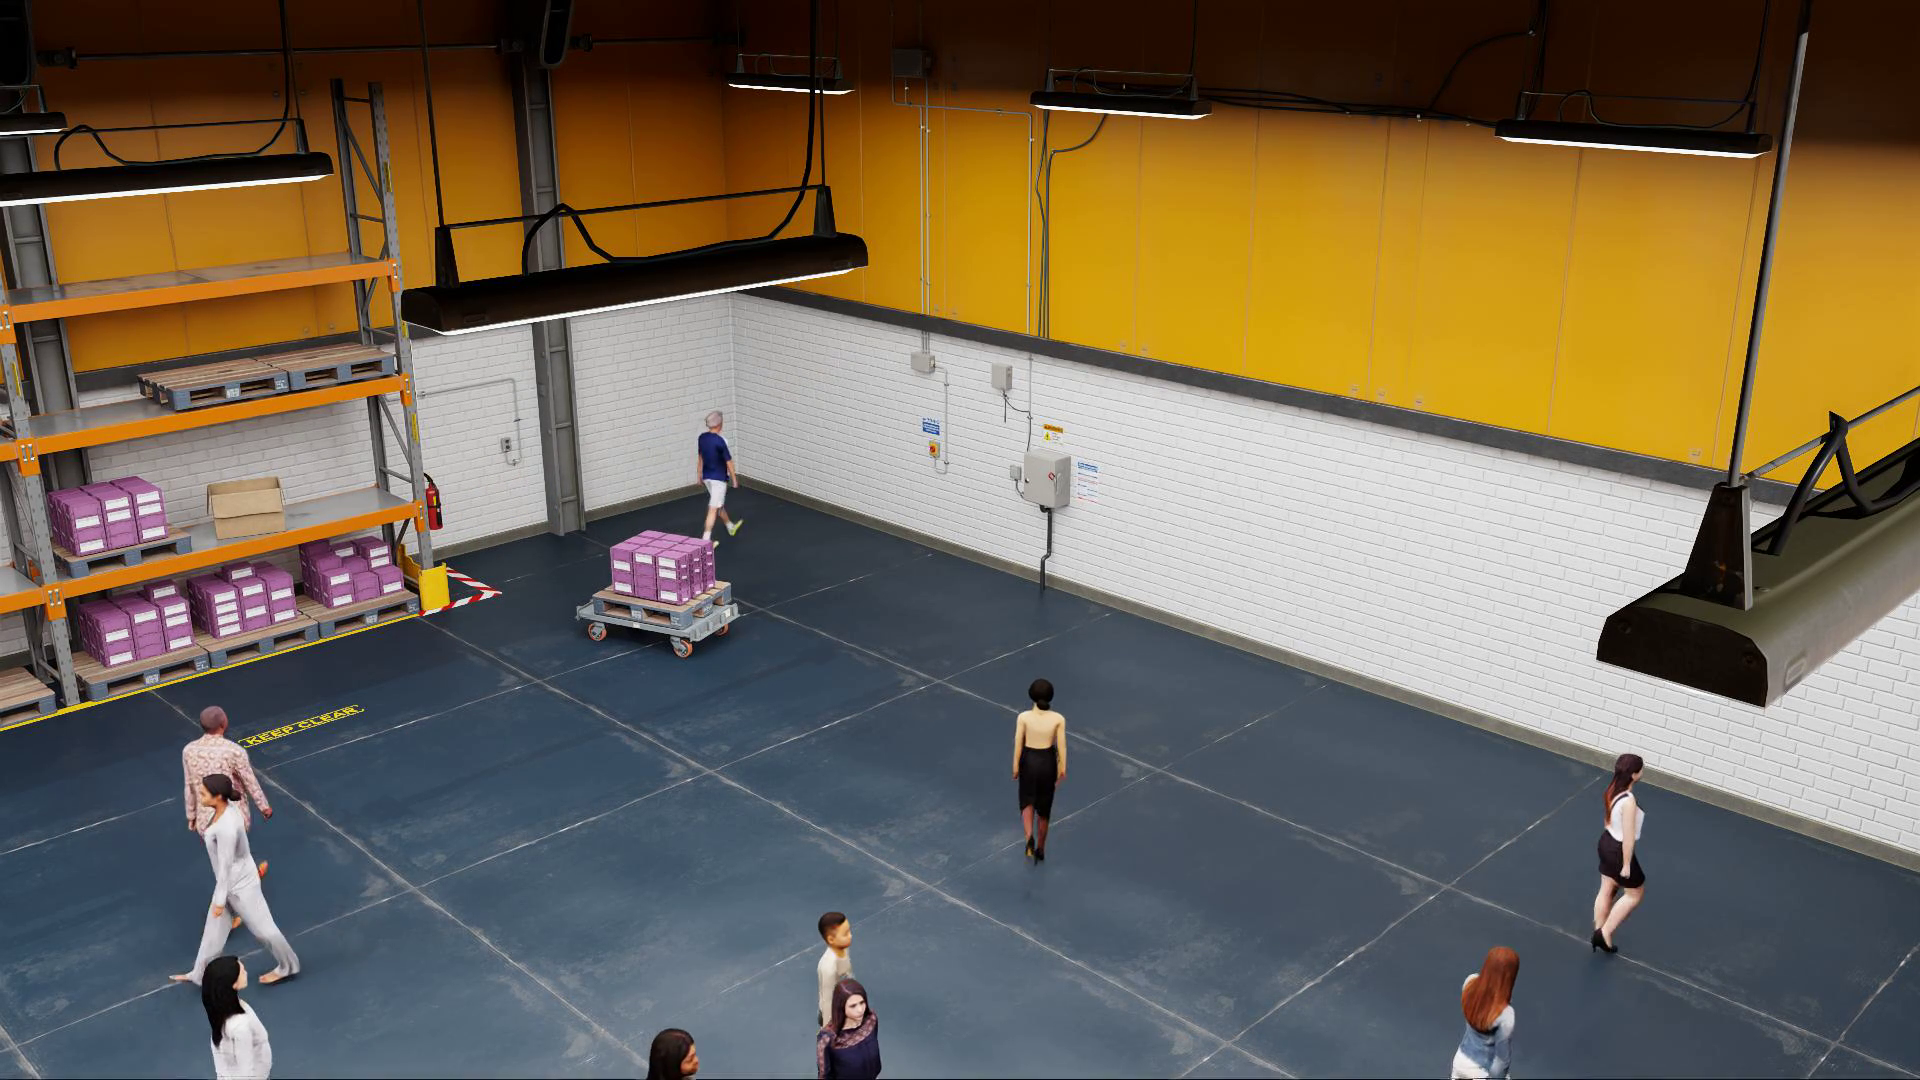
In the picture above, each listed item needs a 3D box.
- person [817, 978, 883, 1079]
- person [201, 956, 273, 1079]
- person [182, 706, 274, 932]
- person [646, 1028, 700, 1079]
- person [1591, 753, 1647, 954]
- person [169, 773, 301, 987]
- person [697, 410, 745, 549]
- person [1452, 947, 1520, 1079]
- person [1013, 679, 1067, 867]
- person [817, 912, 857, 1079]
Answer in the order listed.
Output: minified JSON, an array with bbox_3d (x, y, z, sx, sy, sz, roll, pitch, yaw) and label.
[{"bbox_3d":[-0.617,3.291,9.738,0.653,1.608,0.457,17,25,42],"label":"person"},{"bbox_3d":[-4.311,3.247,9.798,0.632,1.654,1.101,17,25,41],"label":"person"},{"bbox_3d":[-5.692,2.191,12.762,1.057,1.764,1.244,5,19,14],"label":"person"},{"bbox_3d":[-1.663,3.441,9.011,1.186,1.789,1.125,0,19,-1],"label":"person"},{"bbox_3d":[4.845,2.367,12.432,0.717,1.640,0.673,-2,19,-5],"label":"person"},{"bbox_3d":[-5.142,2.471,12.044,1.178,1.691,0.888,-9,21,-26],"label":"person"},{"bbox_3d":[-3.211,-0.739,21.414,0.746,1.794,1.127,14,23,35],"label":"person"},{"bbox_3d":[3.033,3.193,9.934,1.163,1.670,0.863,-9,20,-24],"label":"person"},{"bbox_3d":[0.642,1.943,13.680,0.750,1.646,0.808,1,19,3],"label":"person"},{"bbox_3d":[-0.862,3.048,10.695,0.768,1.457,0.703,3,19,8],"label":"person"}]
